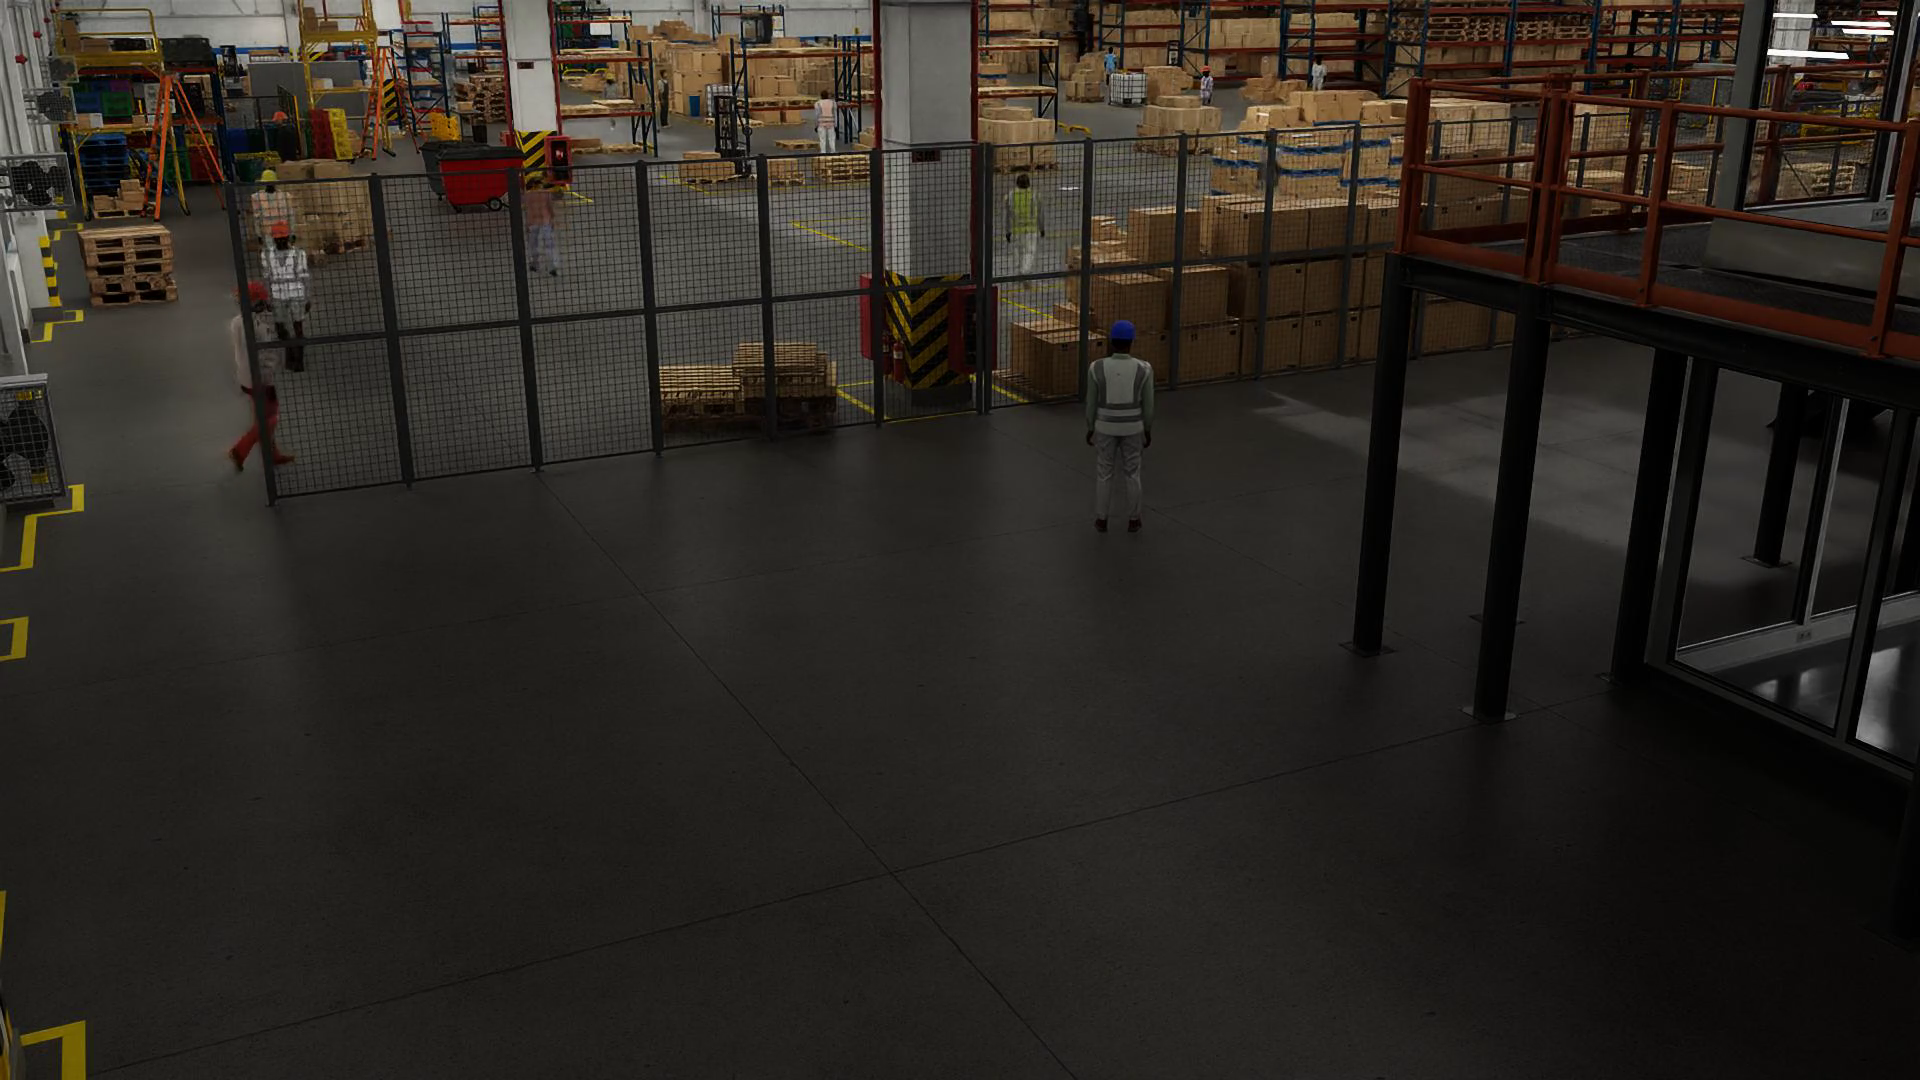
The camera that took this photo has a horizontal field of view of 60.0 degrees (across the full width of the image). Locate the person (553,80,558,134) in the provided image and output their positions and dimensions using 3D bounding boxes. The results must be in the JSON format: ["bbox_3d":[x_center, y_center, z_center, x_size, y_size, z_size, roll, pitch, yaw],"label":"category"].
[{"bbox_3d":[-12.626,-13.447,51.081,0.370,1.934,0.627,5,20,14],"label":"person"}]

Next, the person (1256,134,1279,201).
[{"bbox_3d":[6.157,-7.221,33.196,0.536,1.836,0.934,-7,20,-20],"label":"person"}]

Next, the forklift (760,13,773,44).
[{"bbox_3d":[-9.097,-23.441,78.620,1.873,2.768,1.129,-9,21,-25],"label":"forklift"}]

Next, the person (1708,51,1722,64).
[{"bbox_3d":[31.276,-19.450,68.985,0.500,1.586,0.832,3,19,10],"label":"person"}]

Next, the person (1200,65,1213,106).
[{"bbox_3d":[7.840,-14.178,53.192,0.359,1.936,0.552,-10,22,-27],"label":"person"}]

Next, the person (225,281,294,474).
[{"bbox_3d":[-7.133,-1.608,16.724,0.635,1.967,0.727,14,24,35],"label":"person"}]

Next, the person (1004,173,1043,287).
[{"bbox_3d":[1.022,-5.007,26.802,0.636,1.819,0.818,4,19,11],"label":"person"}]

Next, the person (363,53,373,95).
[{"bbox_3d":[-23.582,-18.631,66.551,0.512,1.641,0.307,-10,21,-26],"label":"person"}]

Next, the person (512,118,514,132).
[{"bbox_3d":[-11.330,-10.440,42.490,0.938,1.839,0.587,3,19,9],"label":"person"}]

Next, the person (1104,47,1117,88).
[{"bbox_3d":[6.357,-19.968,70.338,0.531,1.697,0.322,-1,19,-1],"label":"person"}]

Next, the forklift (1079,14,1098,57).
[{"bbox_3d":[5.986,-23.430,78.588,1.873,2.768,1.129,-9,21,-25],"label":"forklift"}]

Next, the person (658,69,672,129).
[{"bbox_3d":[-9.413,-14.031,52.930,0.341,1.841,0.512,4,20,13],"label":"person"}]

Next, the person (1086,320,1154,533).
[{"bbox_3d":[1.440,-1.019,15.045,0.610,1.936,0.410,2,19,5],"label":"person"}]

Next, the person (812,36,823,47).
[{"bbox_3d":[-6.506,-22.242,76.628,0.606,1.902,0.593,-16,24,-38],"label":"person"}]

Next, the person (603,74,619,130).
[{"bbox_3d":[-11.037,-13.916,52.758,0.490,1.723,0.717,2,19,5],"label":"person"}]

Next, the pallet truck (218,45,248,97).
[{"bbox_3d":[-28.879,-18.665,66.111,0.823,1.965,1.885,-3,19,-9],"label":"pallet truck"}]

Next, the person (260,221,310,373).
[{"bbox_3d":[-8.484,-3.055,20.969,0.579,1.922,0.408,-3,19,-10],"label":"person"}]

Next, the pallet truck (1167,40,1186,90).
[{"bbox_3d":[9.045,-19.971,69.895,0.823,1.965,1.885,-3,19,-8],"label":"pallet truck"}]

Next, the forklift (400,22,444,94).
[{"bbox_3d":[-21.903,-19.312,66.653,1.129,2.768,1.873,13,23,33],"label":"forklift"}]

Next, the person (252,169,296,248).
[{"bbox_3d":[-10.802,-4.880,26.268,0.590,1.922,0.396,-8,21,-21],"label":"person"}]

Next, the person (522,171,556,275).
[{"bbox_3d":[-7.037,-5.323,27.857,0.546,1.720,0.918,-12,22,-31],"label":"person"}]

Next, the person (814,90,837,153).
[{"bbox_3d":[-3.551,-10.937,43.956,0.624,1.836,0.430,-6,20,-17],"label":"person"}]

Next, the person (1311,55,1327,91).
[{"bbox_3d":[12.782,-16.318,59.354,0.370,1.963,0.608,-17,26,-41],"label":"person"}]

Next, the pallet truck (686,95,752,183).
[{"bbox_3d":[-5.836,-9.608,39.856,0.823,1.965,1.885,10,22,27],"label":"pallet truck"}]

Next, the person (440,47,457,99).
[{"bbox_3d":[-19.970,-18.251,65.002,0.629,1.937,0.377,-11,22,-30],"label":"person"}]

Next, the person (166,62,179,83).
[{"bbox_3d":[-29.848,-17.491,62.849,0.578,1.895,0.918,-3,19,-8],"label":"person"}]

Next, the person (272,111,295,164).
[{"bbox_3d":[-14.488,-8.200,35.779,0.381,1.994,0.613,-2,19,-5],"label":"person"}]
